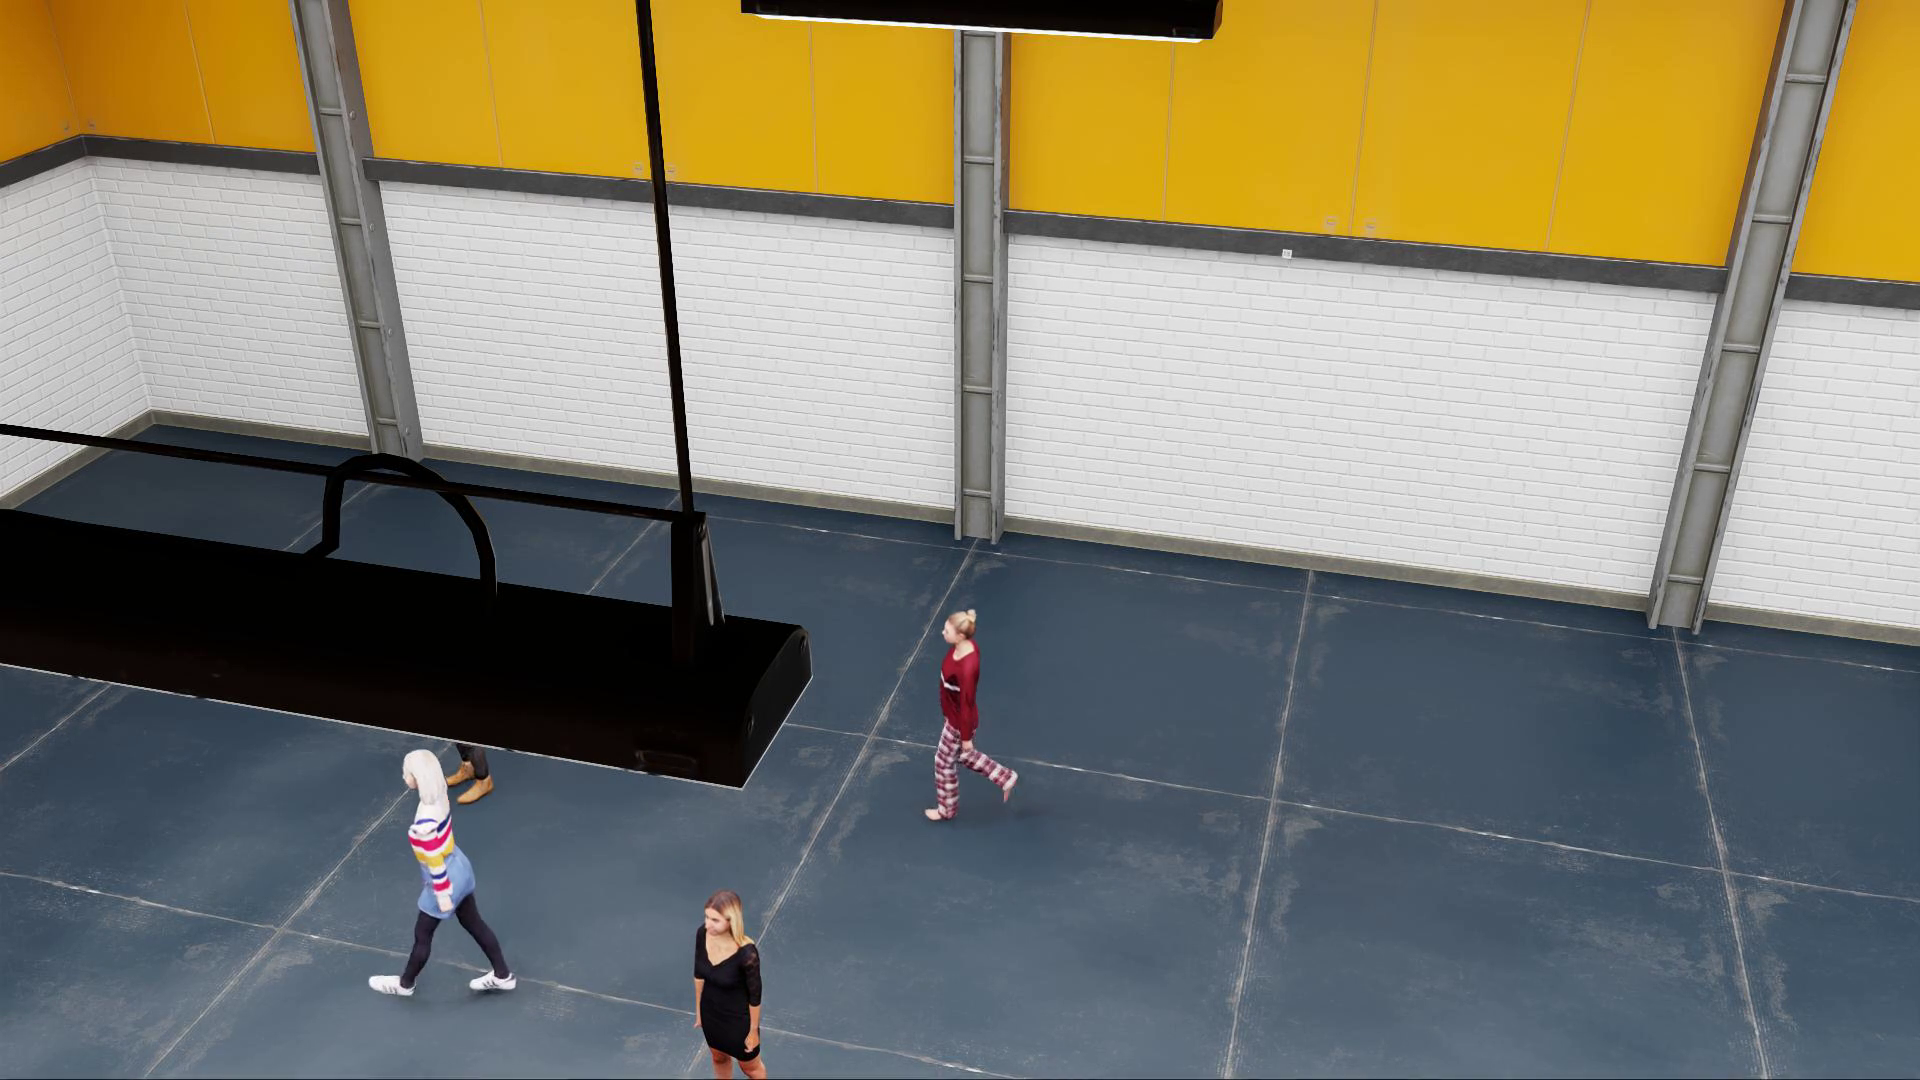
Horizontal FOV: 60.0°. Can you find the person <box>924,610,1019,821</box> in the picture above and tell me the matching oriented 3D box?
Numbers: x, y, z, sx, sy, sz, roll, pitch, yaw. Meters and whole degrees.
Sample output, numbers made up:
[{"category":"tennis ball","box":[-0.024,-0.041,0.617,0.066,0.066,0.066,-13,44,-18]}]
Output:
[{"category":"person","box":[0.078,1.196,11.260,0.958,1.682,0.775,-1,29,-2]}]

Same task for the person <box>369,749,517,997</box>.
[{"category":"person","box":[-2.921,1.979,9.733,1.158,1.770,0.890,-2,29,-3]}]

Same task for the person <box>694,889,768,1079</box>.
[{"category":"person","box":[-1.215,2.525,8.829,0.494,1.677,0.659,17,33,28]}]
